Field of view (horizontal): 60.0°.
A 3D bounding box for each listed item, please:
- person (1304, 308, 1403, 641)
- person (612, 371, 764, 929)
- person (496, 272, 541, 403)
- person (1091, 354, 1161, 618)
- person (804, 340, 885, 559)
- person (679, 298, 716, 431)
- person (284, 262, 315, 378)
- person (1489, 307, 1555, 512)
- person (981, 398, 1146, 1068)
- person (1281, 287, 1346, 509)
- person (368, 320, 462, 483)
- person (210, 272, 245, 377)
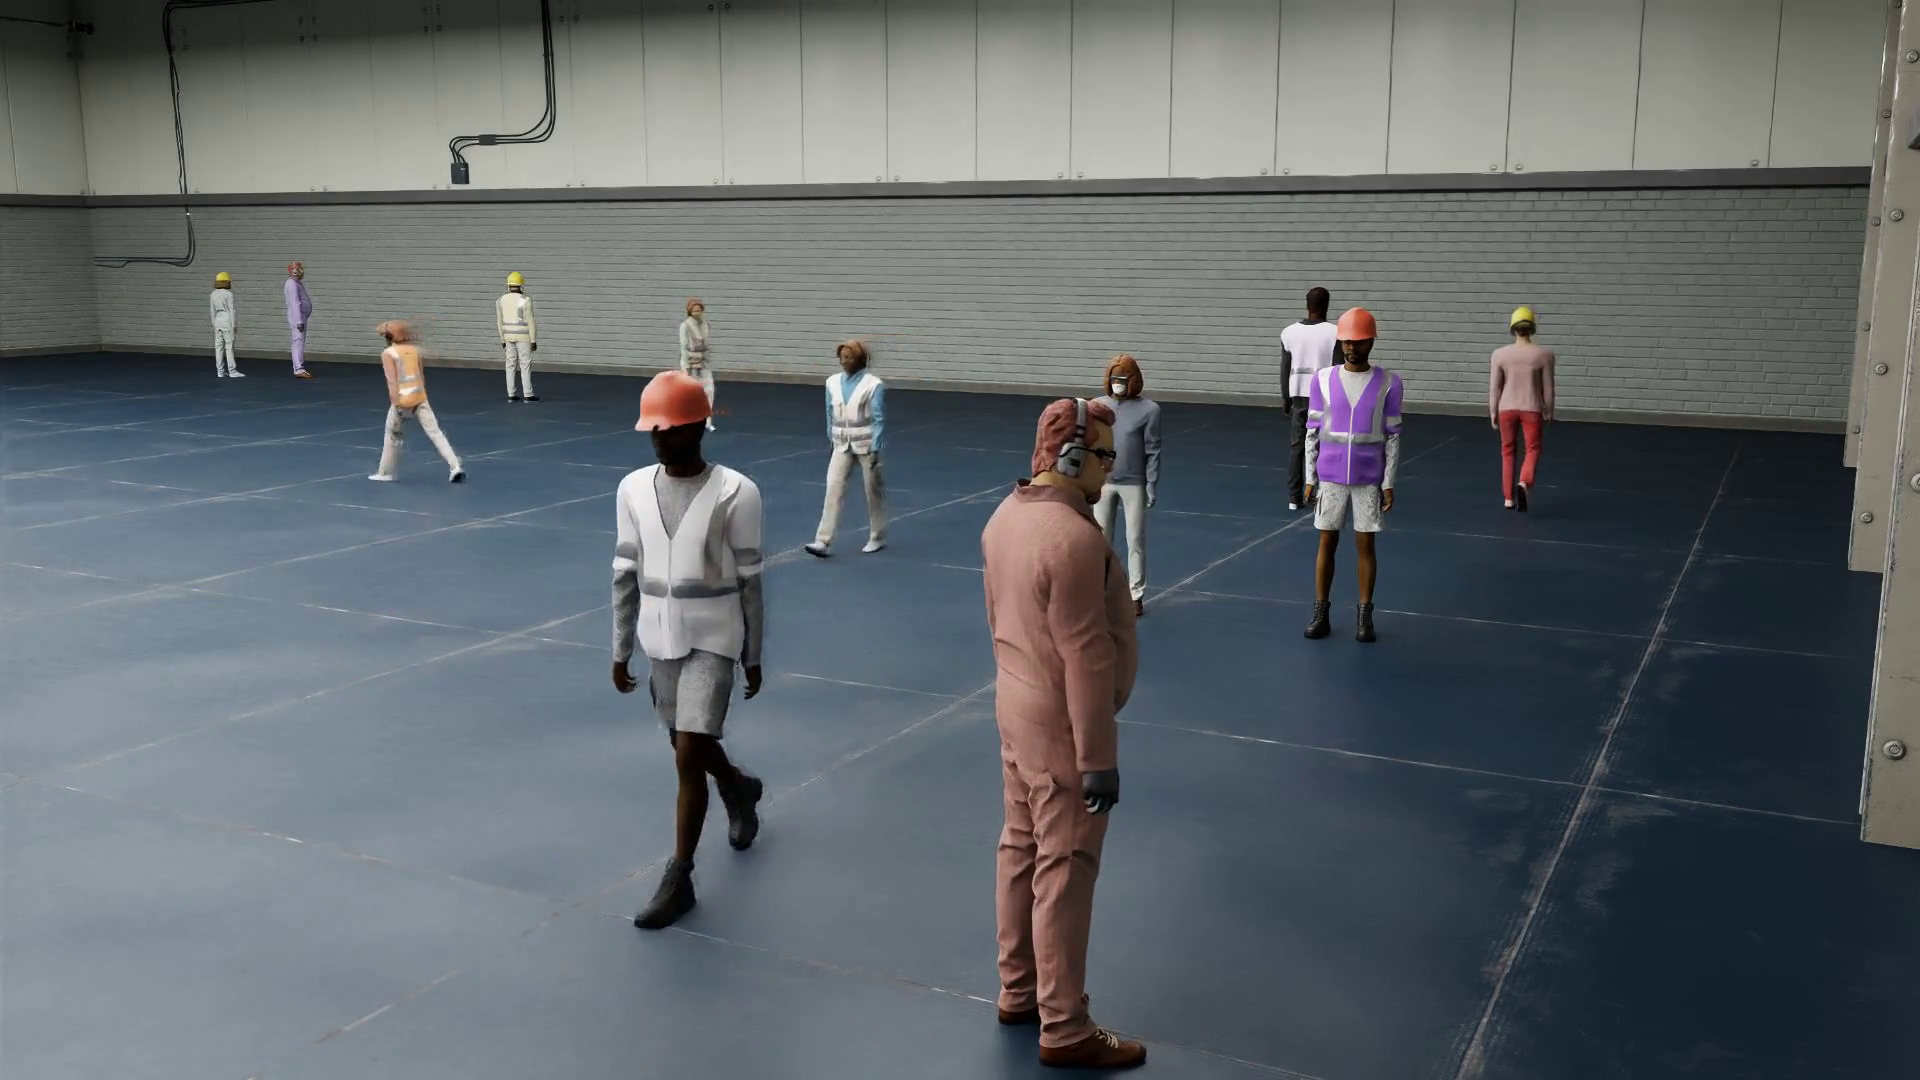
[{"bbox_3d":[2.271,-0.374,9.665,0.545,1.939,0.354,3,11,18],"label":"person"},{"bbox_3d":[-0.939,0.330,5.962,0.549,1.902,0.942,3,11,18],"label":"person"},{"bbox_3d":[-6.203,-2.843,23.401,0.596,1.837,0.404,4,11,19],"label":"person"},{"bbox_3d":[0.991,-0.334,10.280,0.497,1.633,0.288,4,11,23],"label":"person"},{"bbox_3d":[-0.796,-0.649,12.090,0.536,1.582,0.859,5,12,27],"label":"person"},{"bbox_3d":[-3.154,-2.073,19.812,0.463,1.603,0.542,8,13,37],"label":"person"},{"bbox_3d":[-10.930,-3.636,27.528,0.409,1.913,0.642,-5,11,-24],"label":"person"},{"bbox_3d":[4.744,-1.097,14.097,0.534,1.747,0.655,5,11,25],"label":"person"},{"bbox_3d":[0.306,0.544,4.765,0.406,1.901,0.639,-4,11,-19],"label":"person"},{"bbox_3d":[3.014,-1.195,14.207,0.589,1.915,0.387,7,13,35],"label":"person"},{"bbox_3d":[-5.181,-1.308,15.795,0.991,1.562,0.529,4,11,23],"label":"person"},{"bbox_3d":[-12.214,-3.576,27.665,0.487,1.740,0.313,4,11,22],"label":"person"}]
